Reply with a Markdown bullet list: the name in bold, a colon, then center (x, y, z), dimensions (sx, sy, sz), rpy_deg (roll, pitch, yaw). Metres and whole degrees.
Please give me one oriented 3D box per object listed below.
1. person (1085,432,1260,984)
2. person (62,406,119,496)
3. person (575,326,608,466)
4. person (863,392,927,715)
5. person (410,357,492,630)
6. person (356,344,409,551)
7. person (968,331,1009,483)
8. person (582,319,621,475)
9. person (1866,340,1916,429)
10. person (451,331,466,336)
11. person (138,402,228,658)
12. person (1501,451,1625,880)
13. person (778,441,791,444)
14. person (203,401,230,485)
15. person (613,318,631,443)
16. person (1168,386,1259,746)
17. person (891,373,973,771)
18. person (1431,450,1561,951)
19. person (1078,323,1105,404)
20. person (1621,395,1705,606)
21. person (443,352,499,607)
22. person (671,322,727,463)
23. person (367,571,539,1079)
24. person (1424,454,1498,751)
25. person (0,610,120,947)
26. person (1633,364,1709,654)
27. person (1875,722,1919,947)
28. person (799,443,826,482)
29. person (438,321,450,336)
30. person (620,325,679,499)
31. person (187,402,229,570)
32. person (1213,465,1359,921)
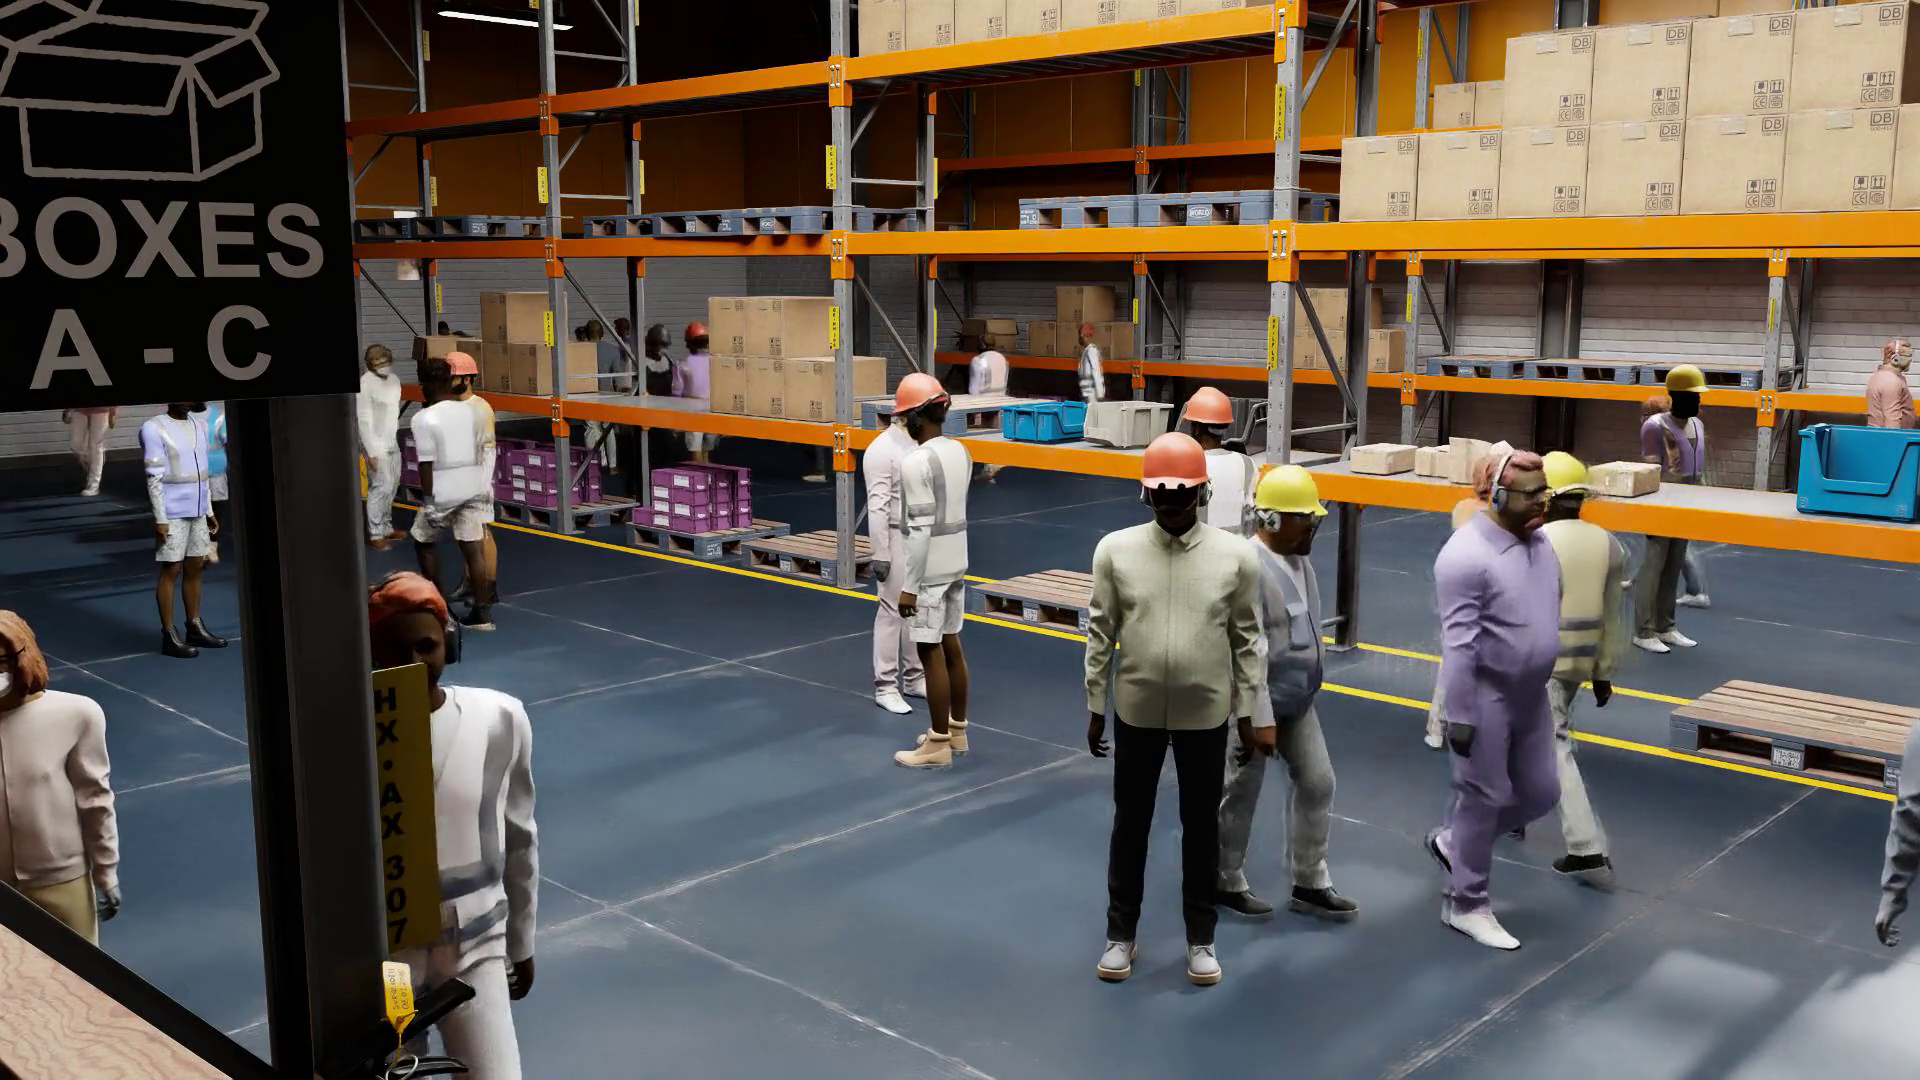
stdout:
- **person**: center (0.754, 0.605, 5.940), dimensions (0.623, 1.992, 0.396), rpy_deg (1, 9, 7)
- **person**: center (-9.796, -1.461, 18.730), dimensions (0.686, 1.952, 0.535), rpy_deg (0, 9, 0)
- **person**: center (-4.770, -1.859, 21.598), dimensions (0.395, 1.833, 0.568), rpy_deg (-2, 10, -15)
- **person**: center (-0.269, 0.041, 9.675), dimensions (0.401, 1.907, 0.648), rpy_deg (7, 12, 37)
- **person**: center (-3.633, -0.320, 11.771), dimensions (0.683, 1.943, 0.603), rpy_deg (7, 11, 36)
- **person**: center (-5.276, -0.845, 15.156), dimensions (0.468, 1.893, 0.766), rpy_deg (1, 9, 9)
- **person**: center (0.322, -1.566, 19.770), dimensions (0.459, 1.823, 0.646), rpy_deg (8, 12, 40)
- **person**: center (-4.517, -1.765, 20.656), dimensions (0.630, 1.936, 0.366), rpy_deg (-2, 9, -11)
- **person**: center (8.596, -0.891, 15.383), dimensions (0.407, 1.906, 0.655), rpy_deg (3, 10, 16)
- **person**: center (-6.068, -1.620, 20.157), dimensions (0.828, 1.798, 0.661), rpy_deg (6, 11, 31)
- **person**: center (-5.141, -0.196, 11.046), dimensions (0.376, 1.933, 0.544), rpy_deg (3, 10, 17)
- **person**: center (2.531, 0.518, 7.127), dimensions (0.597, 1.792, 0.922), rpy_deg (-4, 10, -25)
- **person**: center (-2.628, -2.366, 24.384), dimensions (0.645, 1.921, 0.514), rpy_deg (-7, 11, -35)
- **person**: center (-8.765, -1.406, 19.090), dimensions (0.527, 1.733, 0.845), rpy_deg (1, 9, 8)
- **person**: center (-4.903, -2.358, 24.588), dimensions (0.388, 1.837, 0.564), rpy_deg (-2, 9, -9)
- **person**: center (1.312, 0.156, 8.857), dimensions (0.545, 1.942, 0.352), rpy_deg (-5, 11, -30)
- **person**: center (-0.169, 0.164, 8.534), dimensions (0.407, 2.031, 0.610), rpy_deg (4, 10, 24)
- **person**: center (2.032, 0.594, 6.348), dimensions (0.649, 1.894, 0.480), rpy_deg (-7, 11, -35)
- **person**: center (1.754, -1.889, 21.674), dimensions (0.429, 1.853, 0.717), rpy_deg (-1, 9, -4)
- **person**: center (5.382, -0.306, 12.743), dimensions (0.839, 1.591, 0.524), rpy_deg (9, 13, 44)
- **person**: center (-3.738, -0.456, 12.618), dimensions (0.547, 1.938, 0.378), rpy_deg (8, 12, 42)
- **person**: center (-2.716, -1.291, 17.562), dimensions (0.621, 2.011, 0.945), rpy_deg (-5, 11, -30)
- **person**: center (-1.251, 1.004, 3.882), dimensions (0.591, 1.863, 0.496), rpy_deg (-4, 10, -26)
- **person**: center (2.709, 0.368, 8.569), dimensions (0.343, 1.612, 0.764), rpy_deg (-3, 10, -20)
- **person**: center (-2.661, 0.989, 4.721), dimensions (0.500, 1.626, 0.282), rpy_deg (-4, 10, -25)
- **person**: center (4.791, -0.214, 11.168), dimensions (0.585, 1.929, 0.370), rpy_deg (-6, 11, -34)
- **person**: center (2.888, 1.016, 4.655), dimensions (0.501, 1.596, 0.837), rpy_deg (8, 12, 39)
- **person**: center (-1.827, -1.595, 19.959), dimensions (0.501, 1.828, 0.511), rpy_deg (1, 9, 5)
- **person**: center (-6.907, -1.991, 22.237), dimensions (0.508, 1.874, 0.328), rpy_deg (-8, 12, -40)
- **person**: center (-3.264, -1.350, 17.790), dimensions (1.069, 2.000, 0.706), rpy_deg (9, 13, 44)
- **person**: center (-6.453, -0.577, 14.206), dimensions (0.548, 1.647, 0.859), rpy_deg (-5, 11, -30)
- **person**: center (1.286, 0.619, 6.429), dimensions (0.693, 1.810, 0.603), rpy_deg (8, 12, 39)
